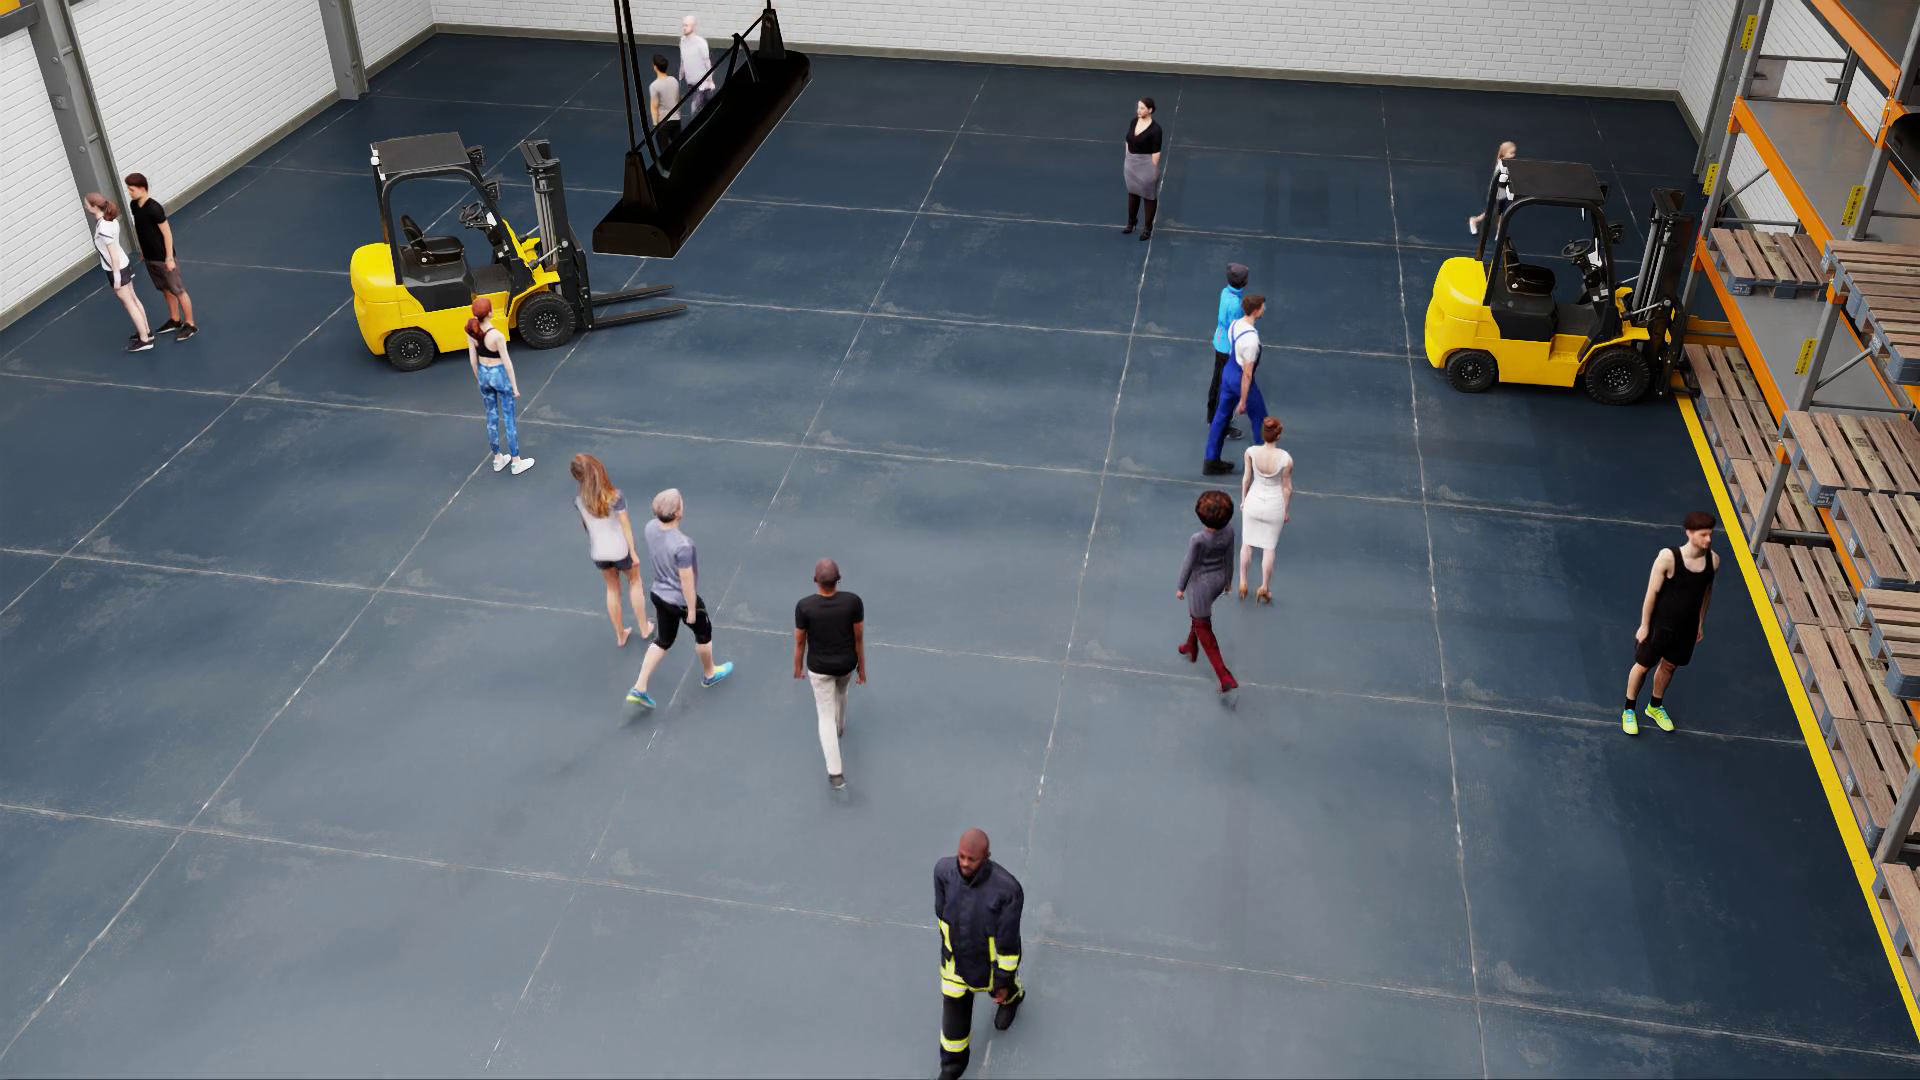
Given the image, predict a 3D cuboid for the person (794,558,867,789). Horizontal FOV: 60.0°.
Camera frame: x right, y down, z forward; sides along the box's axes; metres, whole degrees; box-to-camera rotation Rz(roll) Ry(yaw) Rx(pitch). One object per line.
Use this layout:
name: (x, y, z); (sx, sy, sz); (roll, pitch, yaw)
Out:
person: (-0.915, 0.968, 11.926); (0.998, 1.768, 1.306); (-7, 34, -11)

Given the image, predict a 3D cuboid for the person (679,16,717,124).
person: (-3.514, -6.267, 22.789); (1.250, 1.791, 1.125); (-26, 42, -34)

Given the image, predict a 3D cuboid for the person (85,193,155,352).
person: (-8.955, -2.865, 17.708); (0.702, 1.750, 0.596); (-9, 35, -13)

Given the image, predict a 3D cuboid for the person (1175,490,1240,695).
person: (1.947, 0.423, 12.823); (1.012, 1.682, 1.155); (-16, 37, -22)

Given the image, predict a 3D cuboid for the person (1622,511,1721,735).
person: (5.291, 0.601, 12.363); (0.743, 1.895, 0.696); (-4, 34, -7)

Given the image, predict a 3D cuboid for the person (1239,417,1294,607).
person: (2.500, -0.246, 13.728); (0.624, 1.793, 0.569); (15, 37, 22)

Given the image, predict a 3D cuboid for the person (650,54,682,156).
person: (-3.803, -5.458, 21.640); (0.744, 1.716, 0.658); (29, 43, 36)

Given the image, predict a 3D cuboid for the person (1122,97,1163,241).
person: (2.221, -4.525, 20.196); (0.814, 1.760, 0.775); (-27, 42, -34)

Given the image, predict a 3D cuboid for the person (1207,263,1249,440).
person: (2.586, -1.857, 16.154); (0.730, 1.792, 0.574); (-3, 34, -5)

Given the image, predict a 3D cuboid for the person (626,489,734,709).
person: (-2.218, 0.494, 12.567); (1.057, 1.847, 1.280); (25, 41, 33)

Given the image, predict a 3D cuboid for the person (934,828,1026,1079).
person: (0.160, 2.345, 9.838); (0.925, 1.785, 1.284); (13, 36, 19)

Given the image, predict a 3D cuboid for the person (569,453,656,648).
person: (-2.777, 0.126, 13.271); (0.672, 1.680, 0.548); (13, 36, 19)

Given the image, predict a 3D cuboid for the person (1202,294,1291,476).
person: (2.504, -1.413, 15.462); (1.033, 1.818, 1.122); (-10, 35, -14)

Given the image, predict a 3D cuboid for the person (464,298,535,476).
person: (-4.333, -1.445, 15.540); (0.605, 1.785, 0.613); (11, 35, 15)

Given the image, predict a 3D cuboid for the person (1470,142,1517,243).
person: (6.523, -4.232, 20.208); (0.807, 1.260, 0.865); (-21, 39, -28)

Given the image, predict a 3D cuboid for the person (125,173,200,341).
person: (-8.622, -3.083, 17.936); (0.760, 1.861, 0.715); (19, 38, 27)
